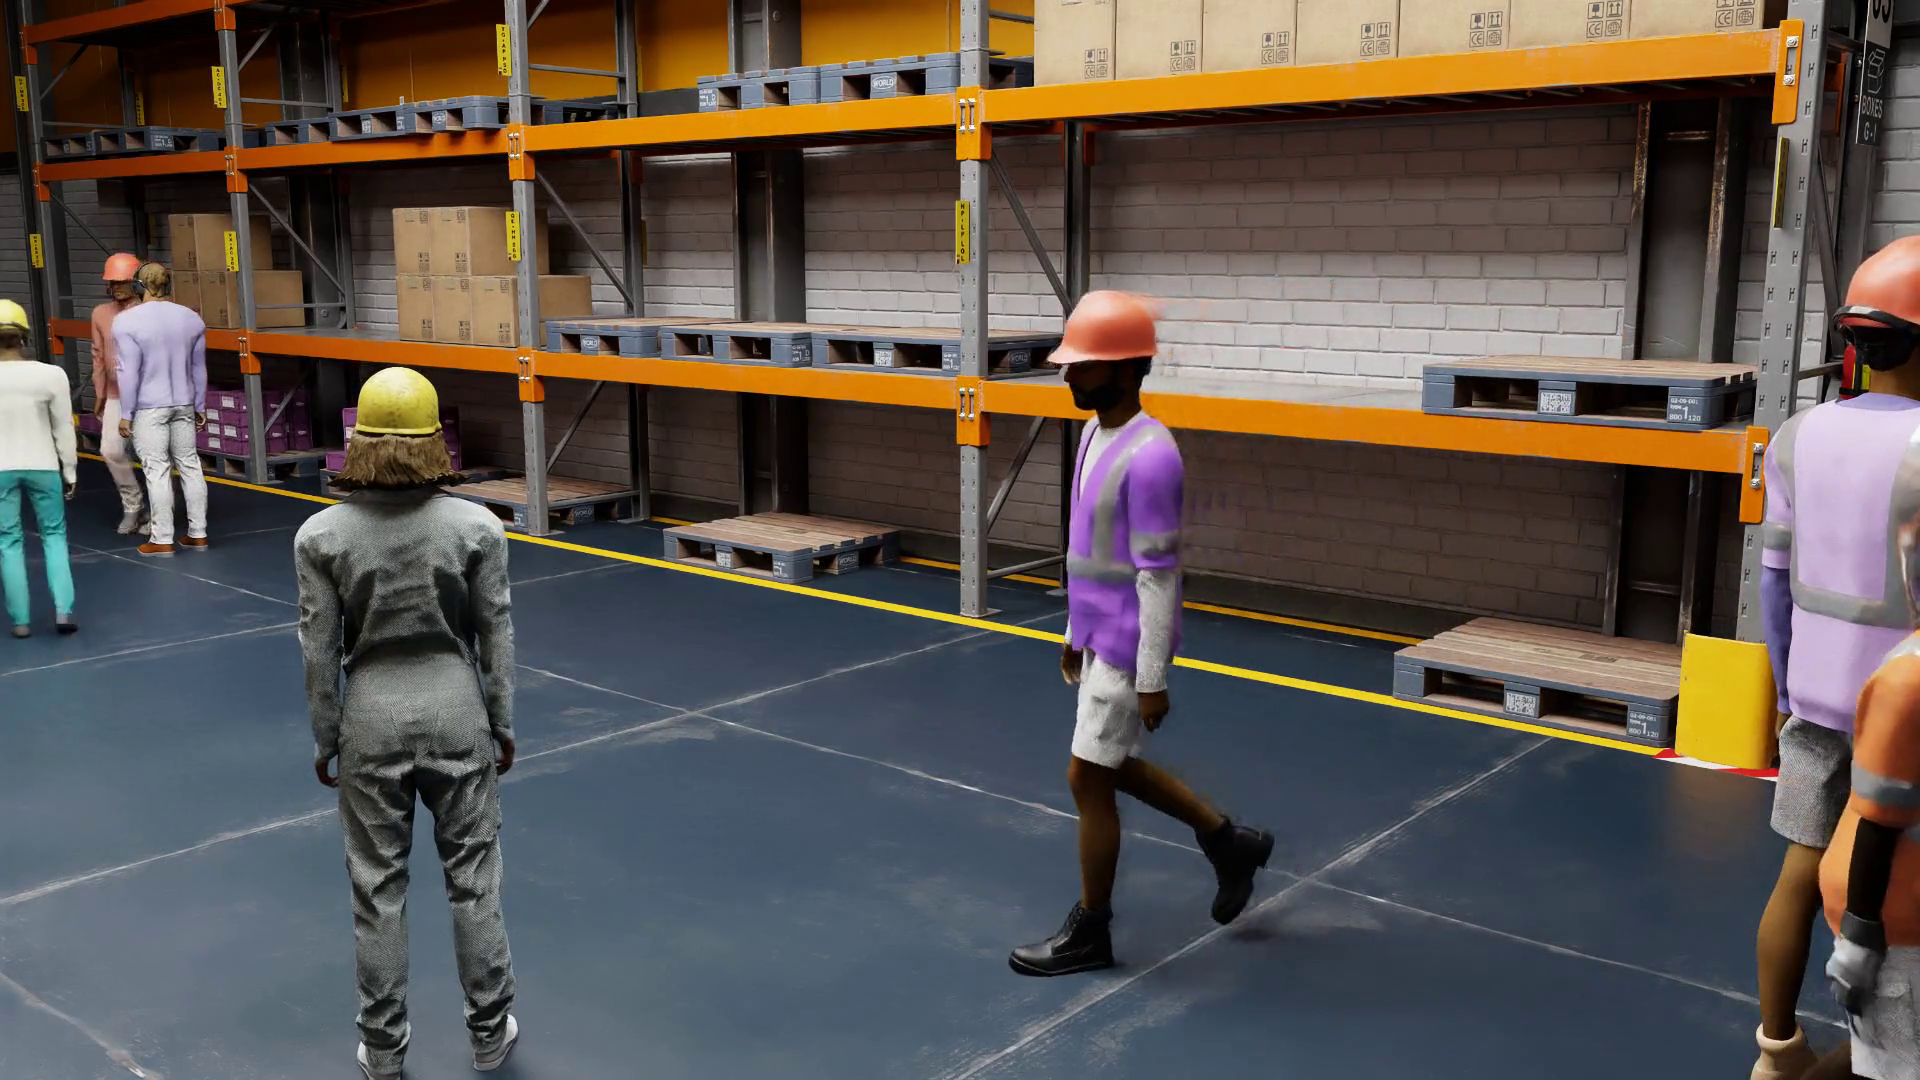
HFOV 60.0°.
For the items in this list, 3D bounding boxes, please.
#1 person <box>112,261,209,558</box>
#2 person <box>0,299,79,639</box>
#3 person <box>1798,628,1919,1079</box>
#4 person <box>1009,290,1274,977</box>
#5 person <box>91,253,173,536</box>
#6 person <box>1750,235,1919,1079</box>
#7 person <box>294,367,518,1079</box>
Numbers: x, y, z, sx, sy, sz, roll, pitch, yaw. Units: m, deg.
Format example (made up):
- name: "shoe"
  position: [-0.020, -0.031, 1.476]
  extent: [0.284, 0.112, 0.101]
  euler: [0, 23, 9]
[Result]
- name: "person"
  position: [-5.240, -0.855, 10.937]
  extent: [0.357, 1.938, 0.637]
  euler: [6, 11, 30]
- name: "person"
  position: [-4.882, -0.357, 8.634]
  extent: [0.540, 1.770, 0.327]
  euler: [-6, 12, -30]
- name: "person"
  position: [1.703, 0.660, 3.098]
  extent: [0.547, 1.672, 0.616]
  euler: [-7, 12, -33]
- name: "person"
  position: [0.527, 0.266, 4.635]
  extent: [0.736, 1.914, 0.560]
  euler: [-2, 10, -9]
- name: "person"
  position: [-5.769, -1.003, 11.639]
  extent: [0.668, 1.982, 0.503]
  euler: [1, 10, 7]
- name: "person"
  position: [2.040, 0.364, 3.688]
  extent: [0.365, 2.048, 0.608]
  euler: [-3, 10, -18]
- name: "person"
  position: [-1.322, 0.456, 4.034]
  extent: [0.491, 1.744, 0.295]
  euler: [-3, 11, -19]
